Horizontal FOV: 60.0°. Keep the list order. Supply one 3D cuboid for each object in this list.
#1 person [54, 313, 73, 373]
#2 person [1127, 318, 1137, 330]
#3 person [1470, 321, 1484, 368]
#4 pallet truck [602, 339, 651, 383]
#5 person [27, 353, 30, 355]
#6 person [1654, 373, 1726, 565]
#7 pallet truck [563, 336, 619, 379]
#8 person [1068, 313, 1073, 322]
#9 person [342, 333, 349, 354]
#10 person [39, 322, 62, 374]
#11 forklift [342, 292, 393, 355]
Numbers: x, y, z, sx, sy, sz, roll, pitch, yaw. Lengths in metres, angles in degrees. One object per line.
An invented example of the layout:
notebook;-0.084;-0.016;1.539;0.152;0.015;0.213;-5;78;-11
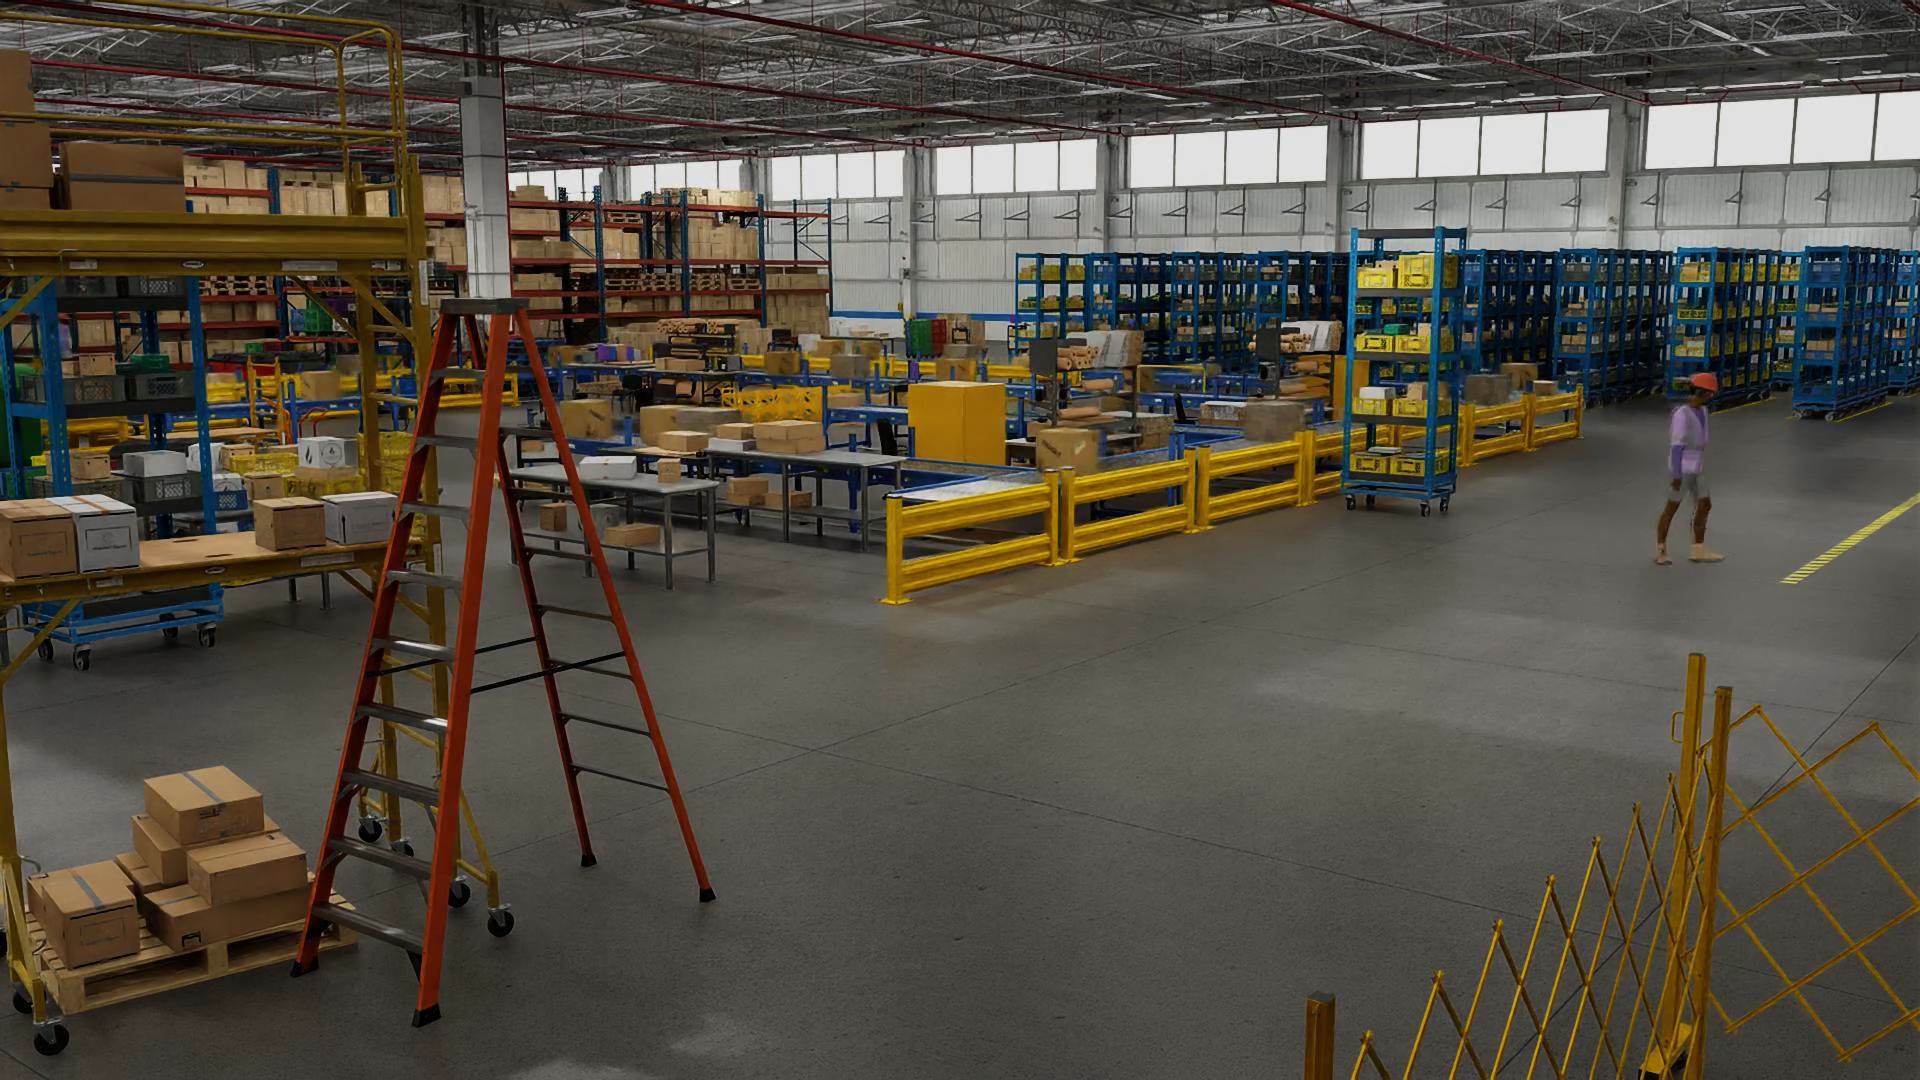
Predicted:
person;-25.580;-5.513;47.437;0.552;1.915;0.708;9;12;43
person;4.247;-4.673;42.229;0.637;1.905;0.676;1;9;6
person;14.491;-5.263;46.199;0.851;1.809;0.591;8;12;43
pallet truck;-8.991;-4.871;45.351;0.653;1.274;1.630;7;11;37
person;-32.802;-7.195;58.884;0.518;1.612;0.641;9;12;43
person;7.602;-0.717;17.215;0.715;2.003;0.726;-7;12;-38
pallet truck;-10.690;-5.294;48.215;1.601;1.201;0.680;-5;10;-26
person;3.373;-6.396;53.348;0.923;1.798;0.611;4;10;25
person;-15.712;-4.601;42.262;0.585;1.745;0.535;-2;9;-13
person;-26.881;-5.679;49.227;0.696;1.668;0.530;-6;11;-33
forklift;-16.485;-5.622;45.120;1.129;2.768;1.873;7;11;37
